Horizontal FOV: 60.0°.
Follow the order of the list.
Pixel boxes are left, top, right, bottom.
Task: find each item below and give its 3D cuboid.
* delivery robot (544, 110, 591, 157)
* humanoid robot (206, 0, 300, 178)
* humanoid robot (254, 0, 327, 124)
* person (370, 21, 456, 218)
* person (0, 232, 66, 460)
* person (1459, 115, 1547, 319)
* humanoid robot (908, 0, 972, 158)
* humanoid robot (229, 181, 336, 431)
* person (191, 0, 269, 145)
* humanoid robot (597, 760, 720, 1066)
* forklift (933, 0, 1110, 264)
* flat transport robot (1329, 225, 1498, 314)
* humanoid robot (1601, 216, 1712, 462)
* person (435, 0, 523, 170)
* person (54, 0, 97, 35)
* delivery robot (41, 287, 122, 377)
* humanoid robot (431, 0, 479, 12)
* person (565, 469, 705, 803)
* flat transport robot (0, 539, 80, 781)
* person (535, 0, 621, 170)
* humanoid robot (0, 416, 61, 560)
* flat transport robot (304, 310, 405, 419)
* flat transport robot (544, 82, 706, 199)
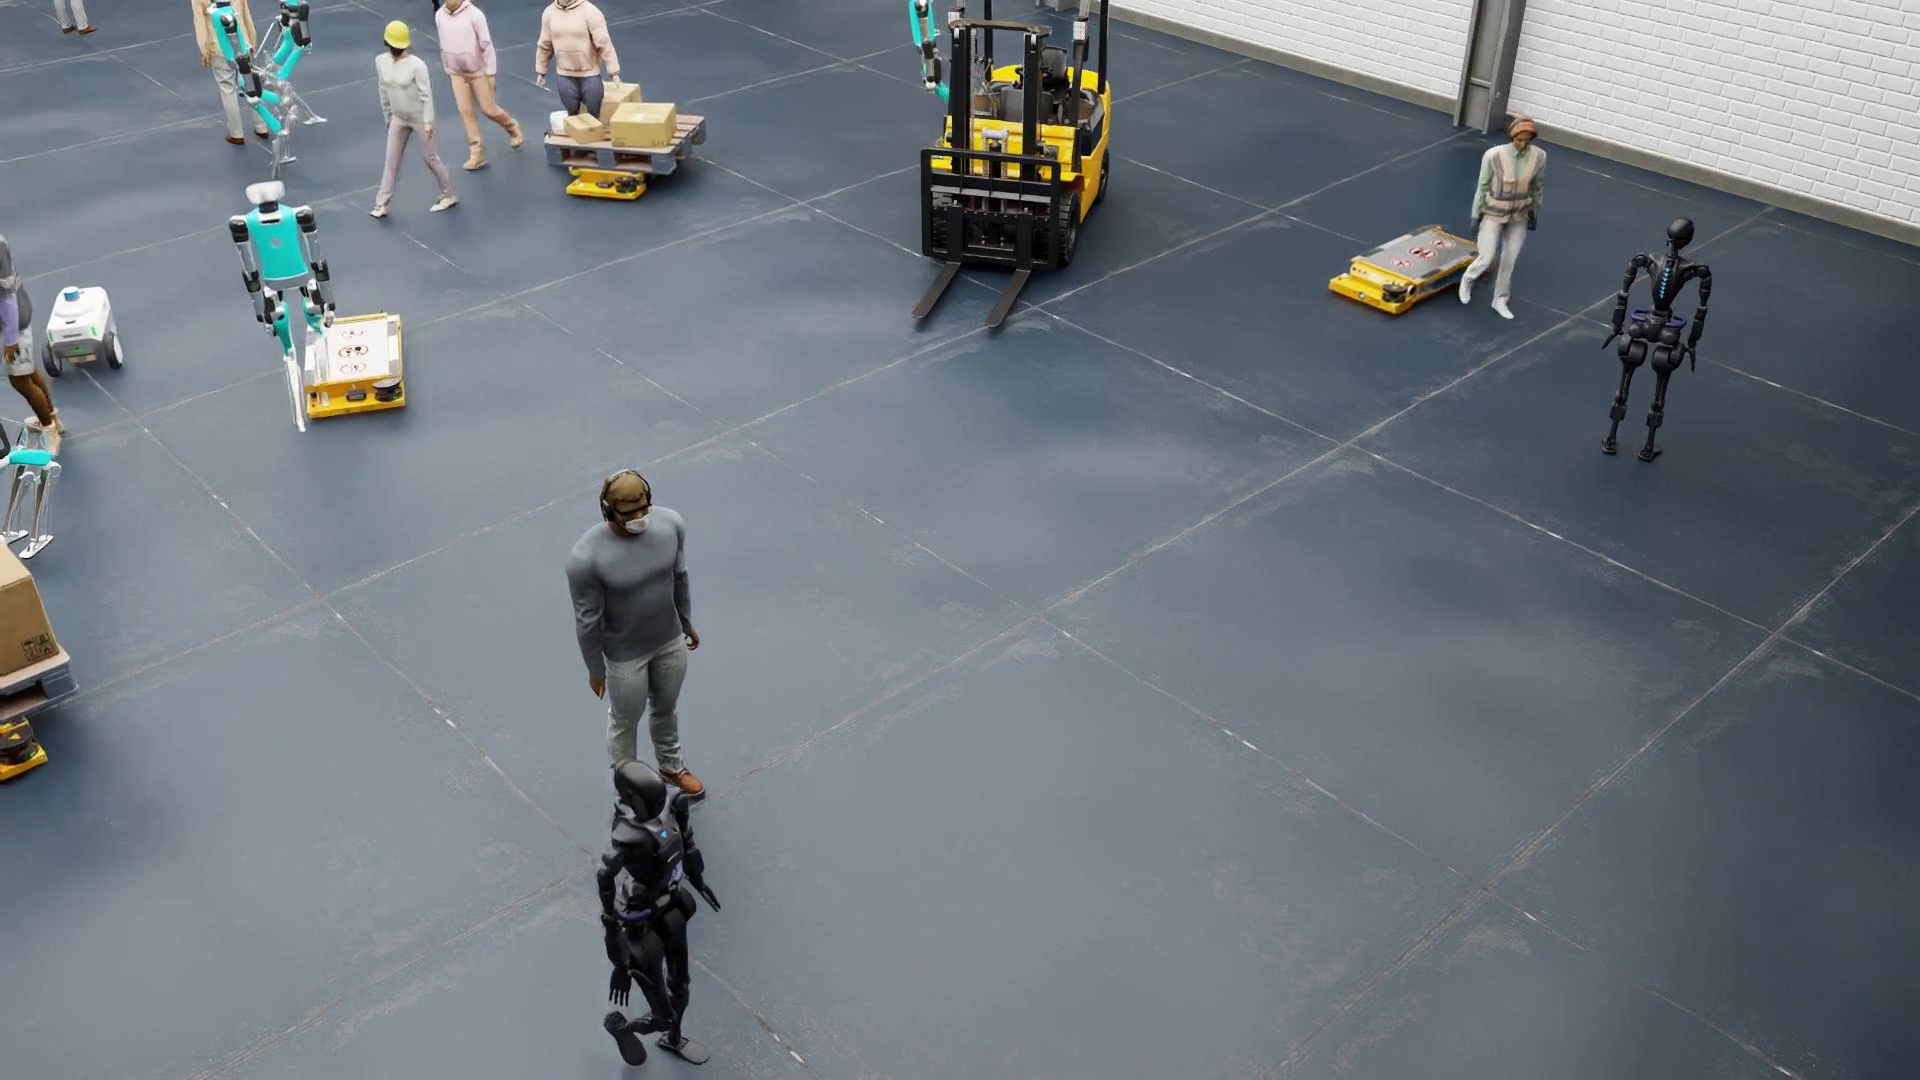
[{"bbox_3d":[-3.627,-3.841,15.832,0.499,0.613,0.807,-19,37,-26],"label":"delivery robot"},{"bbox_3d":[-6.386,-4.190,15.340,0.745,1.860,0.538,-20,38,-28],"label":"humanoid robot"},{"bbox_3d":[-6.770,-4.968,16.491,0.798,1.796,0.530,-26,41,-34],"label":"humanoid robot"},{"bbox_3d":[-4.833,-3.608,14.395,0.577,1.711,0.739,10,34,16],"label":"person"},{"bbox_3d":[-6.267,-1.462,10.841,0.364,2.000,0.781,-28,42,-36],"label":"person"},{"bbox_3d":[4.170,-2.485,12.754,0.557,1.617,0.408,-4,33,-7],"label":"person"},{"bbox_3d":[-0.049,-4.405,15.649,0.883,1.840,0.556,-4,33,-6],"label":"humanoid robot"},{"bbox_3d":[-4.544,-1.643,11.347,0.541,1.793,0.696,-11,35,-17],"label":"humanoid robot"},{"bbox_3d":[-7.036,-4.755,16.024,0.393,1.869,0.564,26,41,34],"label":"person"},{"bbox_3d":[-1.224,1.488,6.600,0.365,1.645,0.610,16,36,23],"label":"humanoid robot"},{"bbox_3d":[0.570,-3.725,14.138,1.214,2.155,2.313,9,34,13],"label":"forklift"},{"bbox_3d":[3.722,-2.223,13.589,1.431,0.231,0.659,-26,41,-34],"label":"flat transport robot"},{"bbox_3d":[4.541,-1.327,10.908,0.599,1.657,0.315,17,37,25],"label":"humanoid robot"},{"bbox_3d":[-4.547,-4.390,15.557,0.557,1.764,0.641,8,34,13],"label":"person"},{"bbox_3d":[-10.364,-6.655,19.141,0.472,1.642,0.339,3,33,4],"label":"person"},{"bbox_3d":[-6.523,-1.594,12.337,0.499,0.569,0.749,-10,34,-15],"label":"delivery robot"},{"bbox_3d":[-6.125,-7.128,19.844,0.592,1.637,0.589,17,37,24],"label":"humanoid robot"},{"bbox_3d":[-1.511,0.495,7.884,0.351,1.937,0.634,28,42,36],"label":"person"},{"bbox_3d":[-5.412,0.917,8.764,0.659,0.231,1.431,-28,42,-36],"label":"flat transport robot"},{"bbox_3d":[-3.522,-4.338,15.391,0.822,1.853,0.434,5,33,8],"label":"person"},{"bbox_3d":[-5.679,-0.699,9.776,0.533,1.681,0.735,13,35,19],"label":"humanoid robot"},{"bbox_3d":[-4.441,-1.324,12.208,0.659,0.231,1.431,-9,34,-14],"label":"flat transport robot"},{"bbox_3d":[-3.105,-3.550,15.630,0.659,0.231,1.431,7,34,11],"label":"flat transport robot"}]
